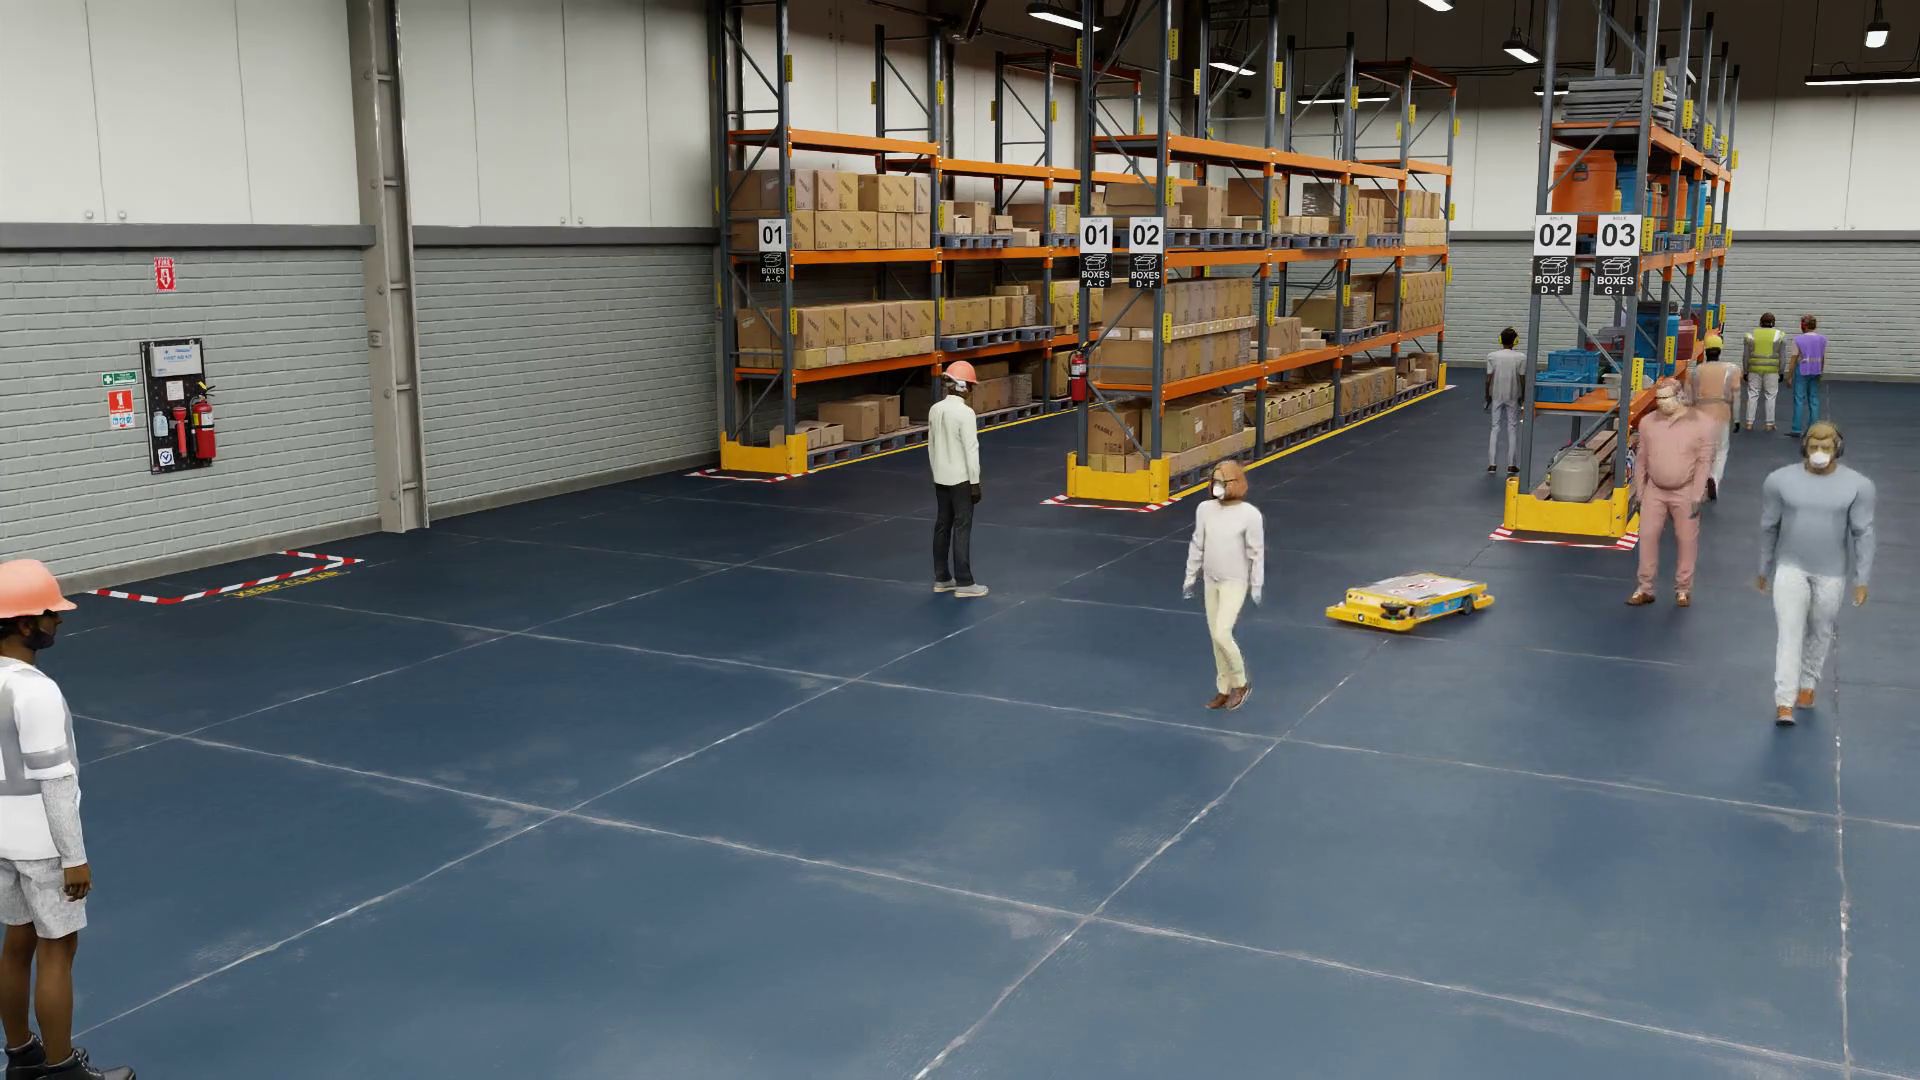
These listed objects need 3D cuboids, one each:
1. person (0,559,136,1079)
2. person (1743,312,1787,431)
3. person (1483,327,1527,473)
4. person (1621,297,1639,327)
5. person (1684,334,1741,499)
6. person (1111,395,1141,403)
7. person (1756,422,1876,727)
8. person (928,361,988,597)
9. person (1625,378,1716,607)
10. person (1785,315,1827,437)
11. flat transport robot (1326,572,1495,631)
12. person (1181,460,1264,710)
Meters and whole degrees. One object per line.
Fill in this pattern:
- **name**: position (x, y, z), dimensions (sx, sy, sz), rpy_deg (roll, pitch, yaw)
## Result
- **person**: position (-3.205, 1.022, 5.799), dimensions (0.553, 1.935, 0.361), rpy_deg (7, 12, 33)
- **person**: position (12.540, -2.622, 25.943), dimensions (0.624, 1.840, 0.429), rpy_deg (7, 13, 34)
- **person**: position (6.975, -1.787, 21.302), dimensions (0.513, 1.871, 0.329), rpy_deg (5, 11, 23)
- **person**: position (12.858, -3.775, 31.951), dimensions (0.629, 1.940, 0.379), rpy_deg (10, 14, 42)
- **person**: position (8.683, -1.426, 19.221), dimensions (0.621, 1.913, 0.704), rpy_deg (6, 12, 29)
- **person**: position (2.390, -2.147, 23.120), dimensions (0.565, 1.915, 0.594), rpy_deg (5, 12, 27)
- **person**: position (5.335, 0.205, 10.401), dimensions (0.651, 1.884, 1.012), rpy_deg (5, 12, 27)
- **person**: position (-0.020, -0.515, 14.046), dimensions (0.393, 1.985, 0.611), rpy_deg (-8, 13, -36)
- **person**: position (5.770, -0.368, 13.593), dimensions (0.626, 1.870, 0.727), rpy_deg (9, 14, 40)
- **person**: position (12.800, -2.471, 25.133), dimensions (0.565, 1.834, 0.403), rpy_deg (-2, 11, -9)
- **flat transport robot**: position (3.627, 0.473, 13.335), dimensions (1.431, 0.197, 0.652), rpy_deg (-9, 14, -42)
- **person**: position (1.670, 0.296, 10.619), dimensions (0.367, 1.620, 0.513), rpy_deg (-8, 13, -37)
